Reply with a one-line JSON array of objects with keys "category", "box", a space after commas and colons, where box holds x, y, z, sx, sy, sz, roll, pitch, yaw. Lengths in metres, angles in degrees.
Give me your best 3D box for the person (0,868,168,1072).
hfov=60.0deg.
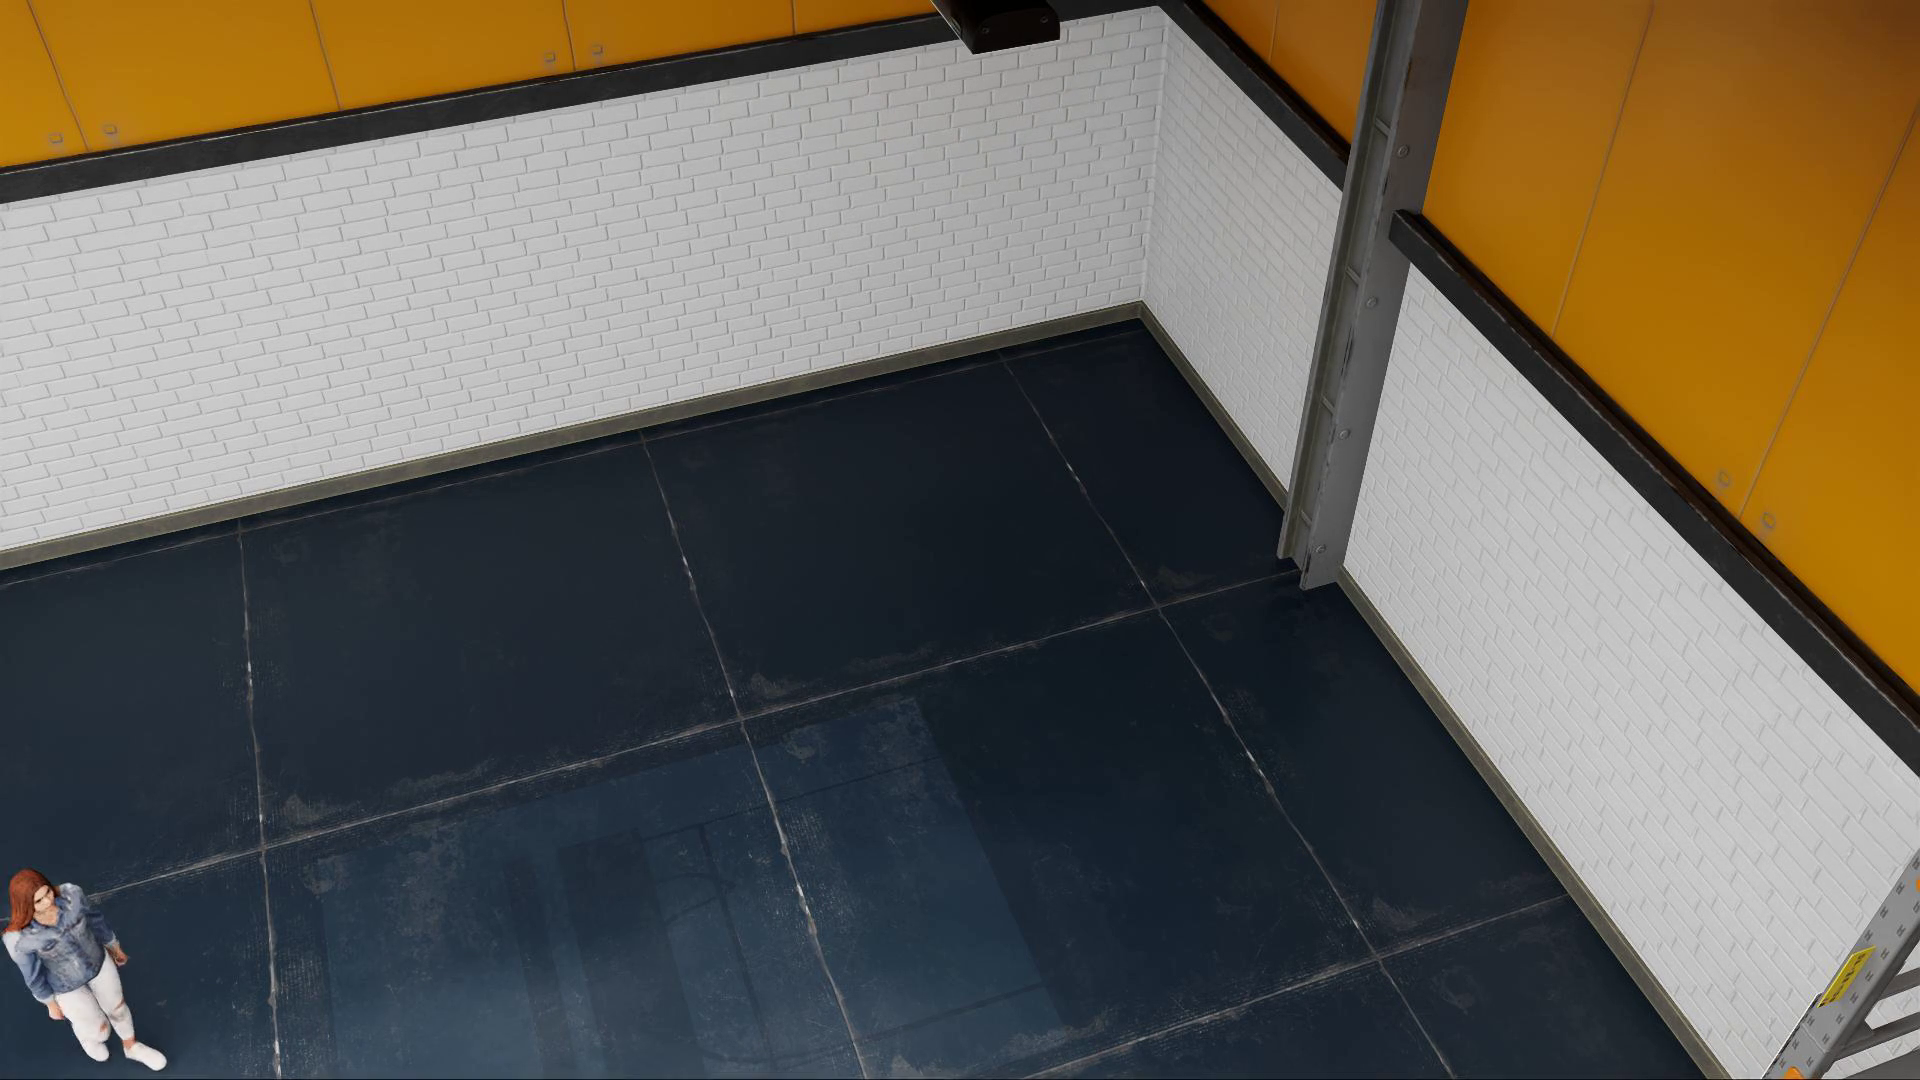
[{"category": "person", "box": [-4.606, 2.209, 8.577, 0.896, 1.691, 0.834, 20, 47, 20]}]
